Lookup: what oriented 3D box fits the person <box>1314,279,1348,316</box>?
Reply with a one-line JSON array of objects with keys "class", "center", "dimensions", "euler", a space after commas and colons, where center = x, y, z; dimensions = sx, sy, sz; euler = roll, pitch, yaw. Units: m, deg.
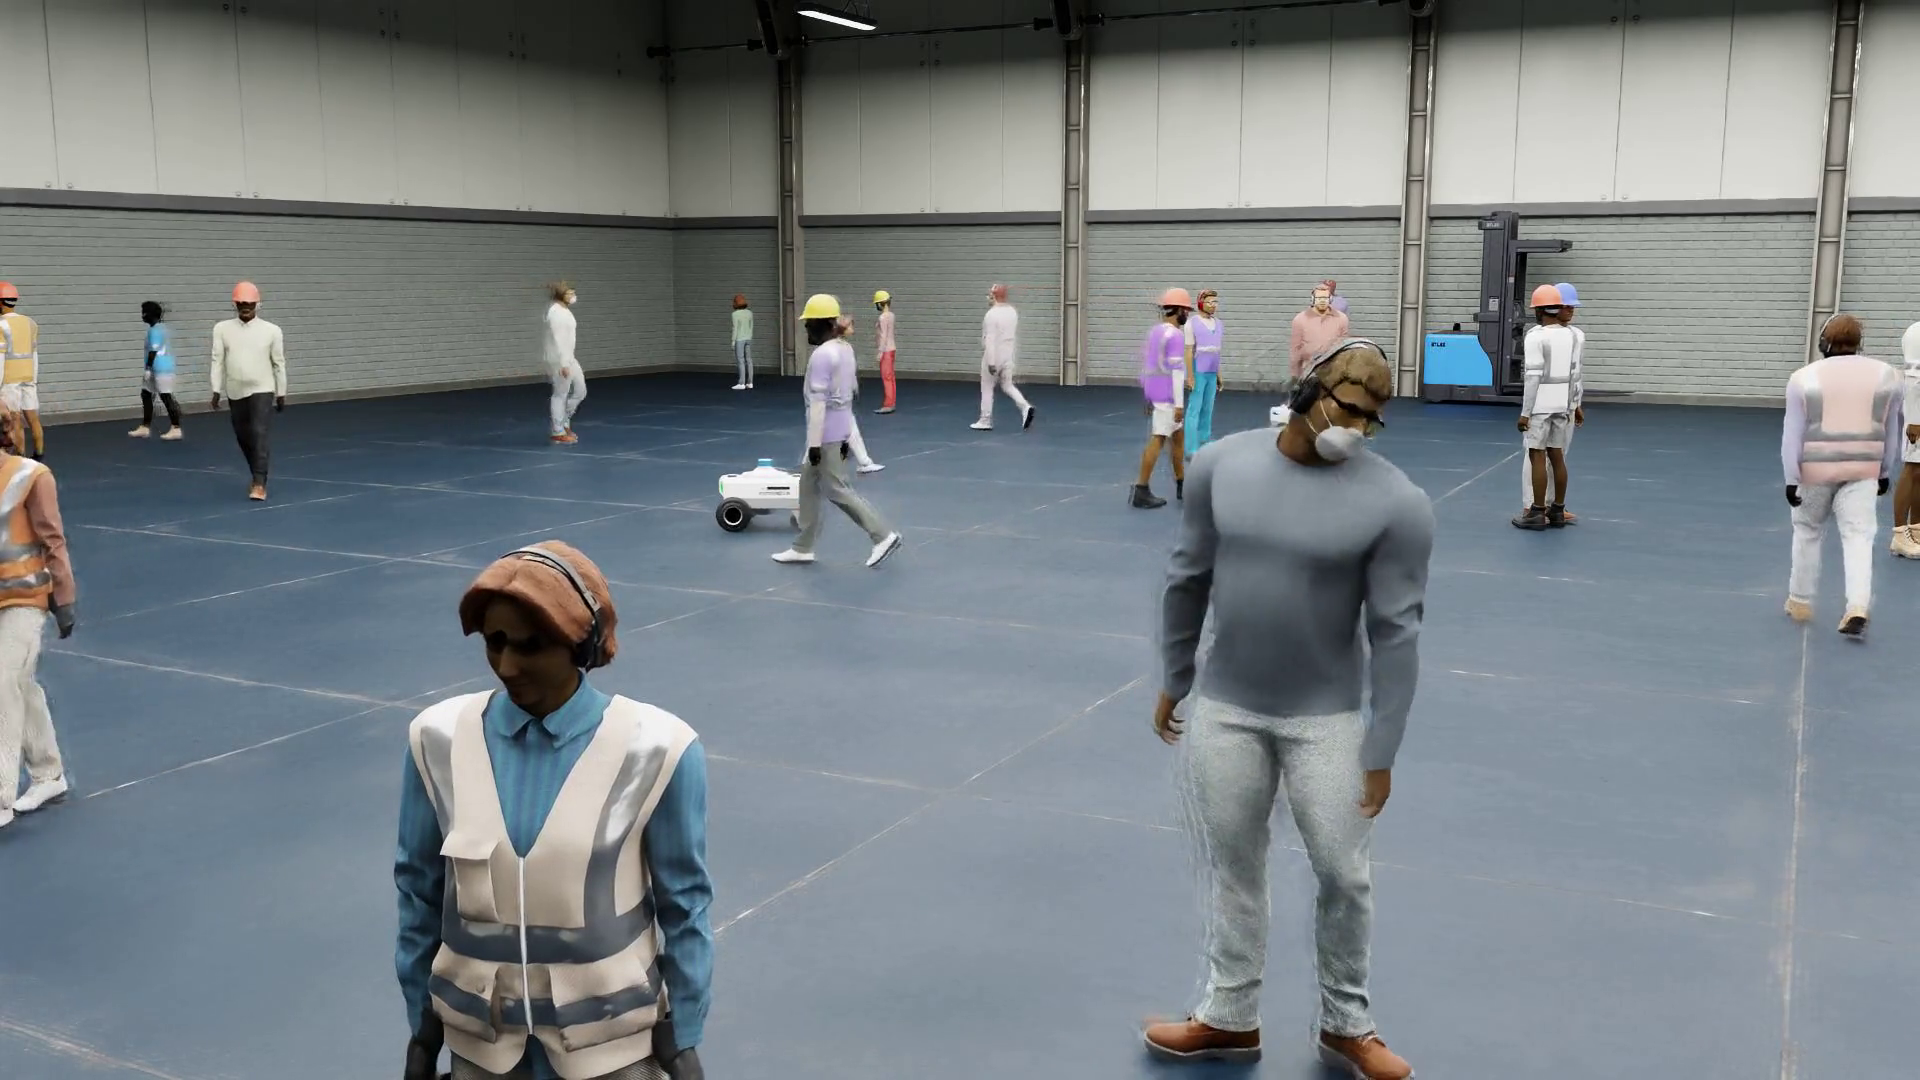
[{"class": "person", "center": [5.999, -3.304, 27.211], "dimensions": [0.686, 1.906, 0.403], "euler": [-4, 10, -24]}]

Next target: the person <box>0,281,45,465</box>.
[{"class": "person", "center": [-9.580, -1.636, 16.822], "dimensions": [0.377, 1.936, 0.549], "euler": [3, 10, 16]}]

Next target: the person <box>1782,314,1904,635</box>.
[{"class": "person", "center": [5.028, -0.385, 9.515], "dimensions": [0.625, 1.812, 0.911], "euler": [3, 10, 15]}]

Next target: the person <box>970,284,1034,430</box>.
[{"class": "person", "center": [0.534, -2.349, 21.391], "dimensions": [0.797, 1.885, 0.647], "euler": [7, 12, 38]}]

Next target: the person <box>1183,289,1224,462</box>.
[{"class": "person", "center": [2.623, -1.776, 17.968], "dimensions": [0.389, 1.846, 0.567], "euler": [9, 13, 44]}]

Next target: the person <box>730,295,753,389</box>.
[{"class": "person", "center": [-3.788, -3.435, 28.851], "dimensions": [0.279, 1.633, 0.498], "euler": [6, 11, 34]}]

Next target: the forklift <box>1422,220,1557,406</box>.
[{"class": "forklift", "center": [8.245, -3.527, 25.720], "dimensions": [1.873, 2.768, 1.129], "euler": [5, 10, 27]}]

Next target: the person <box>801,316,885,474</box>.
[{"class": "person", "center": [-1.220, -1.466, 16.858], "dimensions": [0.912, 1.589, 0.526], "euler": [2, 9, 14]}]

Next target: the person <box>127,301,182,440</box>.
[{"class": "person", "center": [-9.817, -2.036, 20.099], "dimensions": [0.706, 1.676, 0.543], "euler": [-5, 10, -27]}]

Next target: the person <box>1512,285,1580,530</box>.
[{"class": "person", "center": [4.657, -1.061, 13.284], "dimensions": [0.551, 1.933, 0.369], "euler": [-5, 11, -30]}]

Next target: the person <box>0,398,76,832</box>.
[{"class": "person", "center": [-3.590, 0.265, 6.084], "dimensions": [0.535, 1.605, 0.744], "euler": [2, 9, 12]}]

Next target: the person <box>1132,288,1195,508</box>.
[{"class": "person", "center": [1.882, -1.252, 14.619], "dimensions": [0.922, 1.881, 0.606], "euler": [-3, 10, -15]}]

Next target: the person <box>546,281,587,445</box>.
[{"class": "person", "center": [-4.674, -2.094, 19.692], "dimensions": [0.453, 1.924, 0.626], "euler": [0, 9, 2]}]

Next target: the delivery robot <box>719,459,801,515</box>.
[{"class": "delivery robot", "center": [-1.565, -0.408, 13.344], "dimensions": [0.707, 0.478, 0.477], "euler": [0, 9, -2]}]

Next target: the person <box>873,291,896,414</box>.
[{"class": "person", "center": [-1.091, -2.709, 23.993], "dimensions": [0.320, 1.762, 0.522], "euler": [2, 9, 12]}]

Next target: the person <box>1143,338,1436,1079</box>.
[{"class": "person", "center": [0.802, 0.445, 4.156], "dimensions": [0.714, 1.896, 0.362], "euler": [6, 11, 32]}]

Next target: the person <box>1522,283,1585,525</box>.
[{"class": "person", "center": [4.816, -1.099, 13.483], "dimensions": [0.601, 1.948, 0.386], "euler": [-5, 10, -27]}]

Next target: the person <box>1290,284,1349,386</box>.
[{"class": "person", "center": [3.985, -1.877, 18.455], "dimensions": [0.635, 1.899, 0.399], "euler": [0, 9, 2]}]

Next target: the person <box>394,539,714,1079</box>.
[{"class": "person", "center": [-0.646, 0.807, 2.673], "dimensions": [0.514, 1.639, 0.310], "euler": [1, 9, 5]}]

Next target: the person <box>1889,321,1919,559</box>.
[{"class": "person", "center": [6.998, -0.892, 11.942], "dimensions": [0.605, 2.033, 0.392], "euler": [-6, 11, -35]}]

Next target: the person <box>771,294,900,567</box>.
[{"class": "person", "center": [-0.865, -0.758, 11.543], "dimensions": [0.892, 1.894, 0.594], "euler": [1, 9, 8]}]

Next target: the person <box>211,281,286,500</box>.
[{"class": "person", "center": [-6.500, -1.388, 15.249], "dimensions": [0.612, 1.959, 0.964], "euler": [-1, 9, -8]}]

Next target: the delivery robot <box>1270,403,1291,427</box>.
[{"class": "delivery robot", "center": [3.979, -1.474, 19.921], "dimensions": [0.477, 0.478, 0.707], "euler": [-1, 9, -9]}]
